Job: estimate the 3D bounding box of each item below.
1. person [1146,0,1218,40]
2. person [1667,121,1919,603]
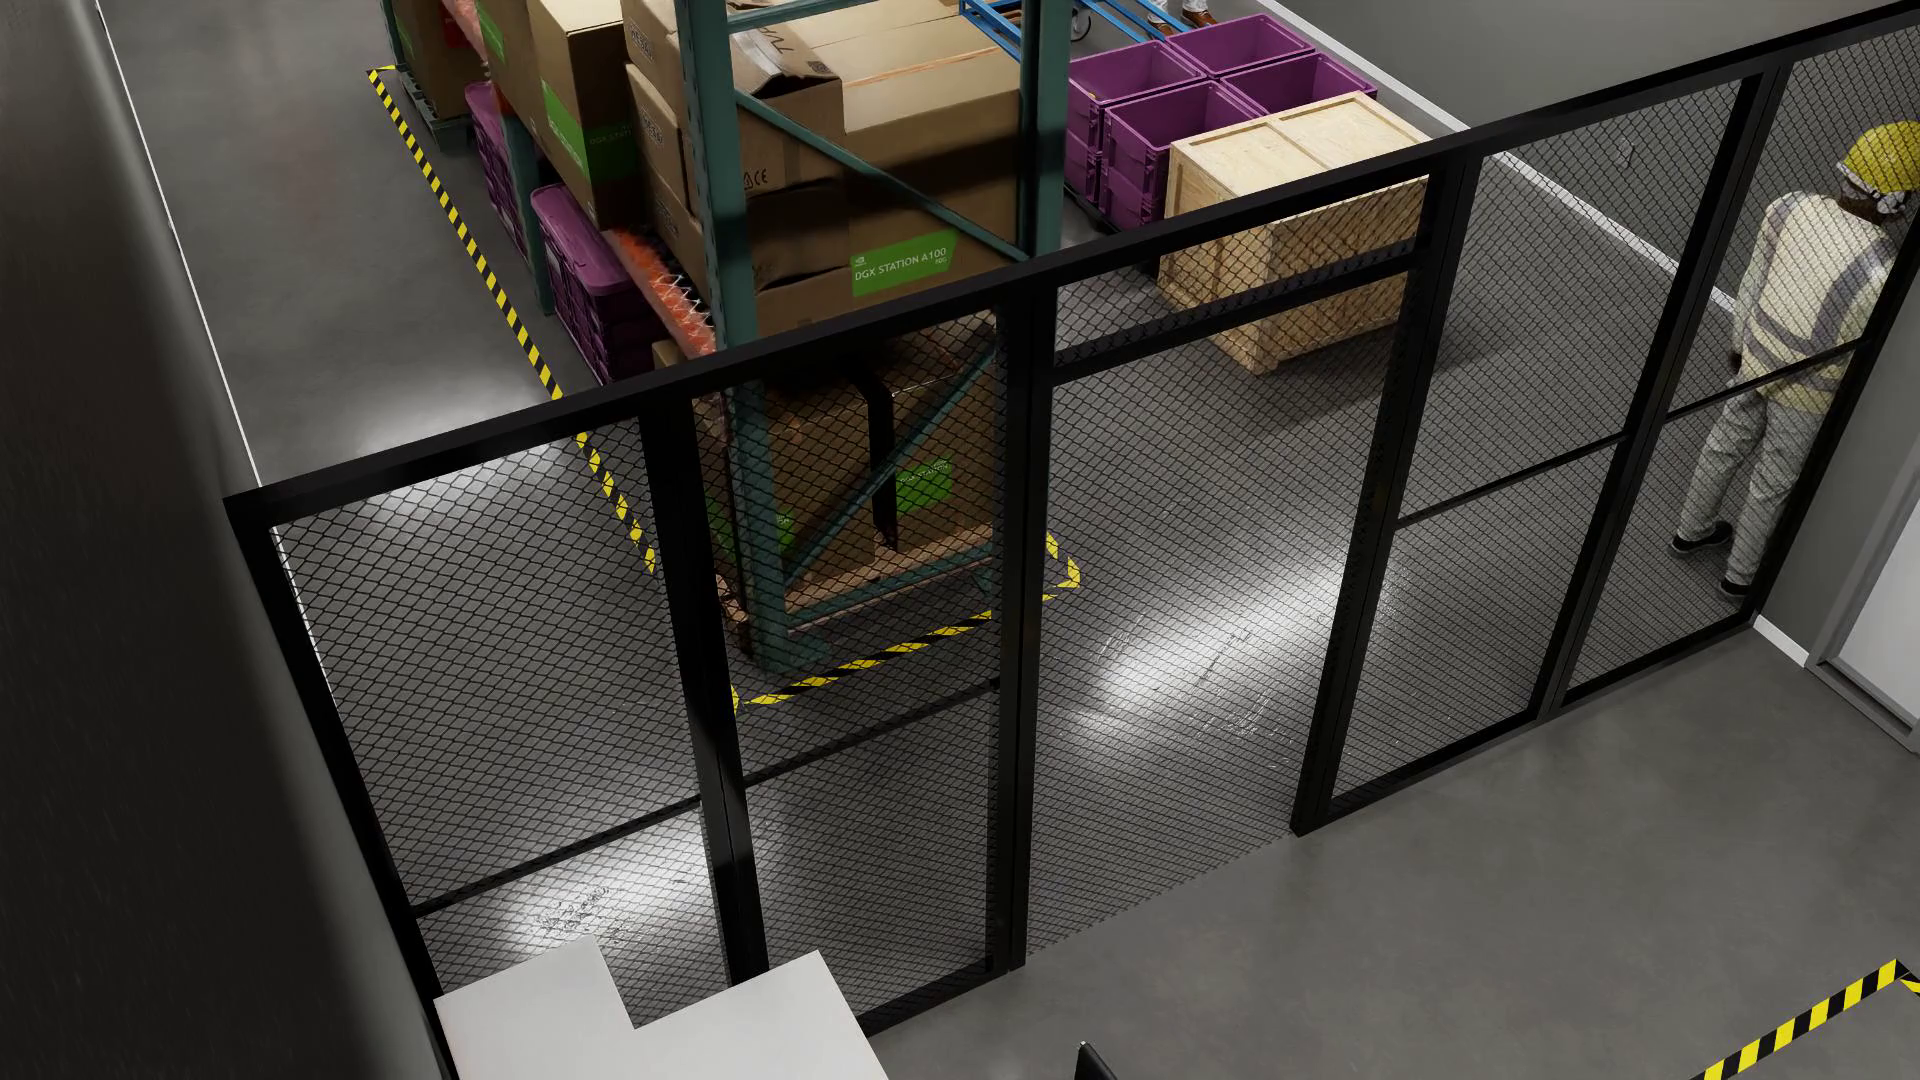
[{"bbox_3d":[1.281,-3.628,8.916,0.627,1.938,0.371,-21,46,-21],"label":"person"},{"bbox_3d":[2.860,-0.578,5.654,0.404,1.835,0.587,-13,44,-14],"label":"person"}]
